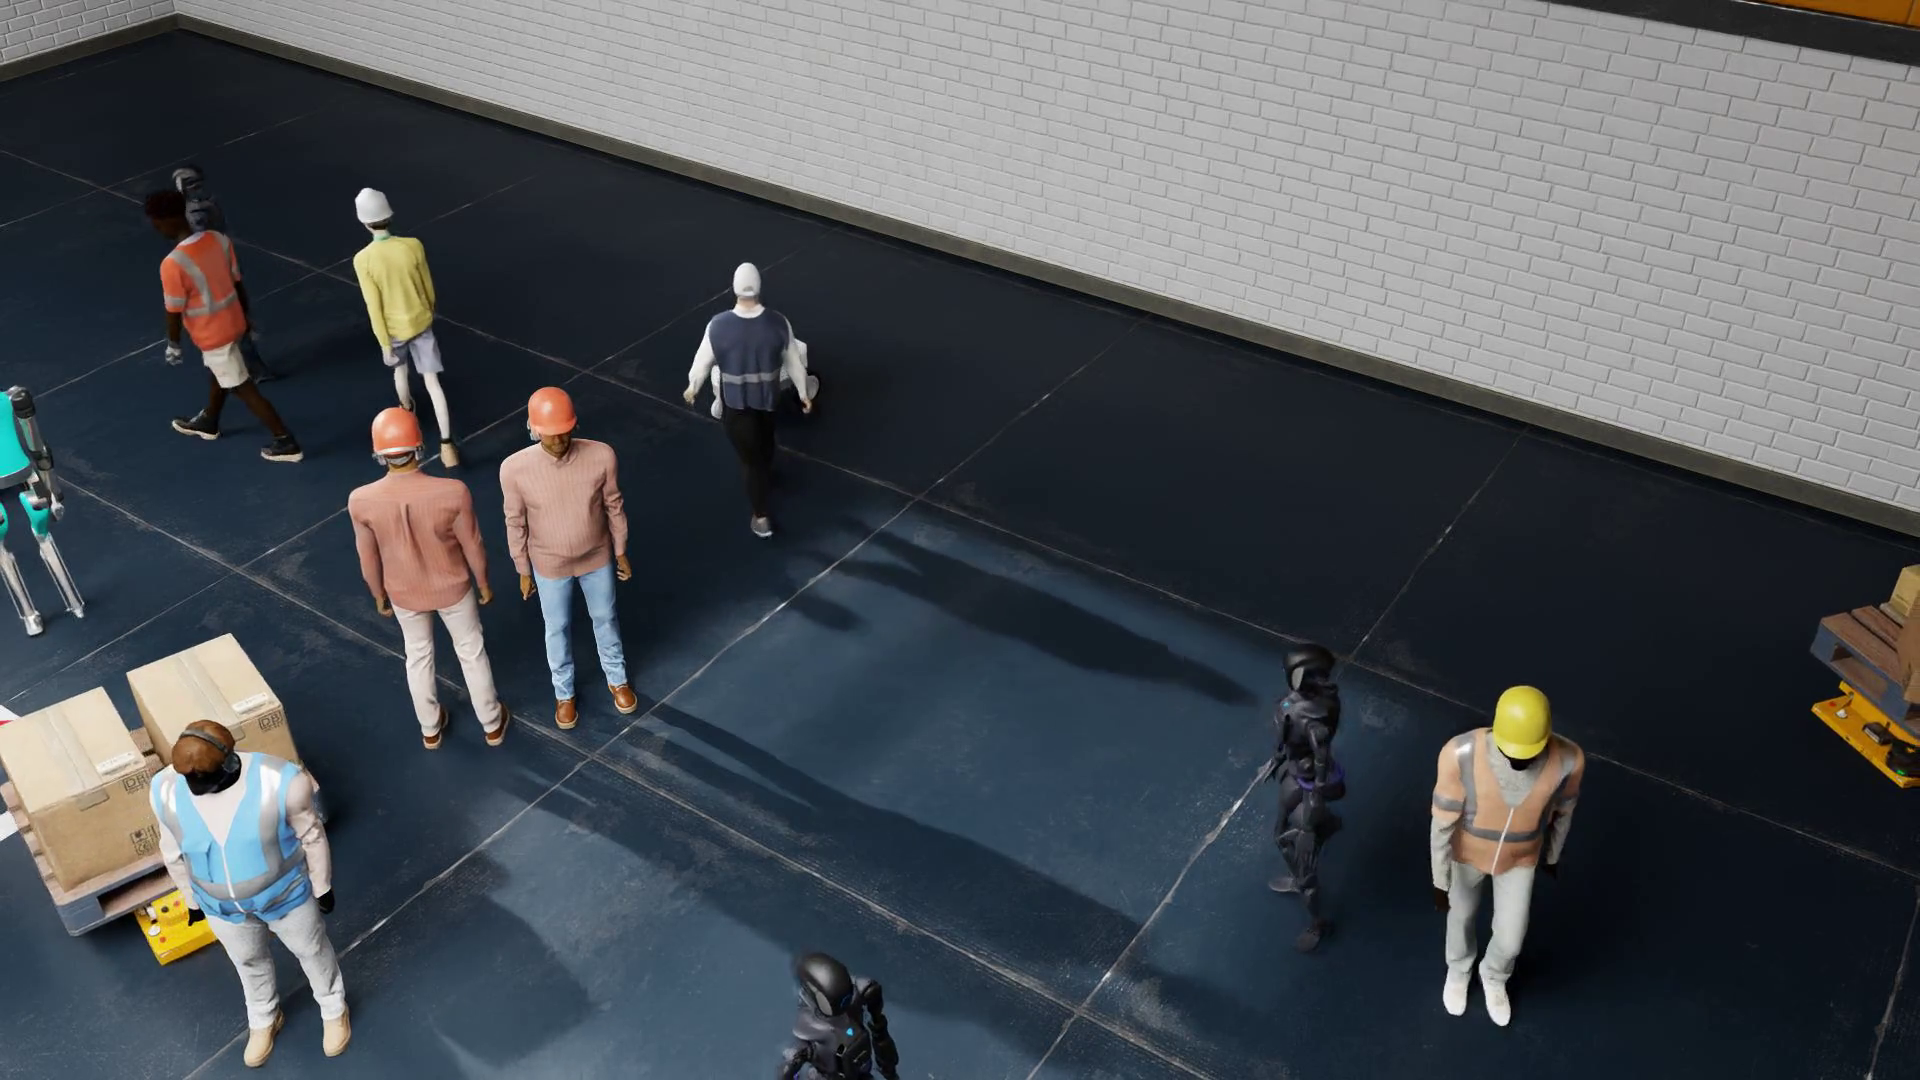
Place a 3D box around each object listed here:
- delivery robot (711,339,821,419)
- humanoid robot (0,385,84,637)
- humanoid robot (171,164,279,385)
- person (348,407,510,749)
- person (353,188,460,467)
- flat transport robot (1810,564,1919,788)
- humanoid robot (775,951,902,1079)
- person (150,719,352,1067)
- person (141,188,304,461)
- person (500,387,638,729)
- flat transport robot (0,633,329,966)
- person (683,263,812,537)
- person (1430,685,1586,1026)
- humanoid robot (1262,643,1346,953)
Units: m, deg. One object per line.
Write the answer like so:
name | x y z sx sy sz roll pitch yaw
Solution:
delivery robot | -1.382 -1.154 11.680 0.499 0.614 0.803 25 42 32
humanoid robot | -5.367 -0.255 9.346 0.530 1.783 0.695 -27 43 -33
humanoid robot | -5.213 -1.839 11.673 0.494 1.647 0.608 -13 37 -17
person | -2.693 0.219 8.460 0.618 1.986 0.405 -3 35 -4
person | -3.640 -1.410 10.921 0.467 1.837 1.033 -15 38 -20
flat transport robot | 5.413 0.915 8.955 1.431 0.231 0.659 -11 37 -16
humanoid robot | -0.482 2.052 6.112 0.474 1.645 0.585 24 41 30
person | -2.886 1.448 6.830 0.625 1.835 0.430 -4 35 -5
person | -4.893 -1.379 10.825 0.996 1.900 0.605 4 35 6
person | -2.010 0.090 8.630 0.610 1.997 0.376 -13 37 -18
flat transport robot | -3.849 1.454 8.185 0.659 0.231 1.431 -25 42 -31
person | -1.306 -0.900 10.287 0.755 1.716 0.905 -11 36 -15
person | 2.225 1.320 6.957 0.593 1.897 0.502 7 36 9
humanoid robot | 1.558 1.106 7.458 0.391 1.632 0.589 -5 35 -7
